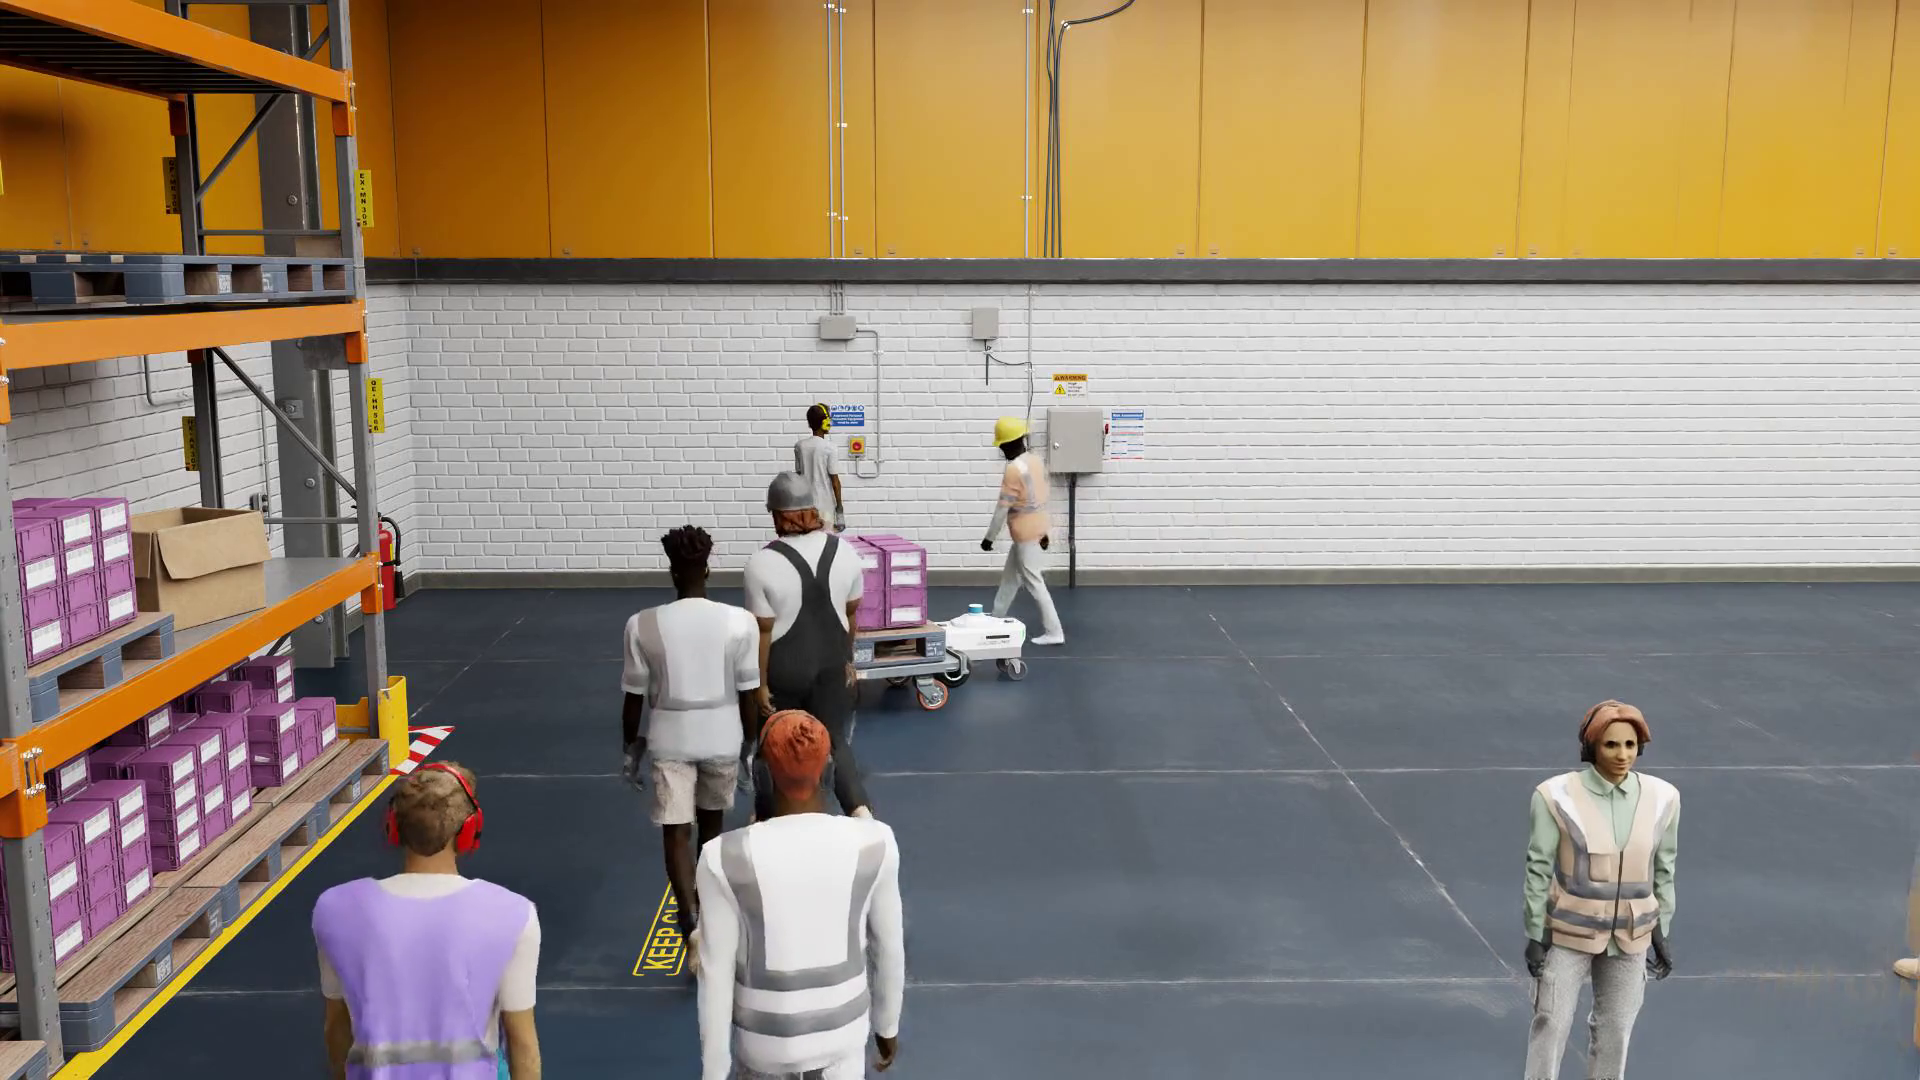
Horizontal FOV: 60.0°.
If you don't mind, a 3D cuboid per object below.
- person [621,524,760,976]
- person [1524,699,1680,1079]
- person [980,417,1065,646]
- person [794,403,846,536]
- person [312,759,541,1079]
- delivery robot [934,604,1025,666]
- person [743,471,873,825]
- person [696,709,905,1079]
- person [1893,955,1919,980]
[{"bbox_3d":[-1.165,0.897,7.288,0.603,1.934,0.917,-2,10,-15],"label":"person"},{"bbox_3d":[2.115,1.326,5.518,0.514,1.641,0.315,-1,9,-4],"label":"person"},{"bbox_3d":[0.450,-0.063,13.373,0.887,1.858,0.604,3,10,16],"label":"person"},{"bbox_3d":[-1.211,-0.260,14.542,0.512,1.872,0.328,6,11,34],"label":"person"},{"bbox_3d":[-1.326,1.462,4.194,0.553,1.804,0.929,-2,9,-9],"label":"person"},{"bbox_3d":[0.117,0.717,12.285,0.707,0.478,0.477,-3,10,-16],"label":"delivery robot"},{"bbox_3d":[-0.799,0.623,8.605,0.685,2.000,0.899,-6,11,-32],"label":"person"},{"bbox_3d":[-0.421,1.383,4.591,0.595,1.842,0.979,-3,10,-15],"label":"person"},{"bbox_3d":[4.206,1.006,6.852,0.429,1.846,0.633,-1,9,-4],"label":"person"}]
